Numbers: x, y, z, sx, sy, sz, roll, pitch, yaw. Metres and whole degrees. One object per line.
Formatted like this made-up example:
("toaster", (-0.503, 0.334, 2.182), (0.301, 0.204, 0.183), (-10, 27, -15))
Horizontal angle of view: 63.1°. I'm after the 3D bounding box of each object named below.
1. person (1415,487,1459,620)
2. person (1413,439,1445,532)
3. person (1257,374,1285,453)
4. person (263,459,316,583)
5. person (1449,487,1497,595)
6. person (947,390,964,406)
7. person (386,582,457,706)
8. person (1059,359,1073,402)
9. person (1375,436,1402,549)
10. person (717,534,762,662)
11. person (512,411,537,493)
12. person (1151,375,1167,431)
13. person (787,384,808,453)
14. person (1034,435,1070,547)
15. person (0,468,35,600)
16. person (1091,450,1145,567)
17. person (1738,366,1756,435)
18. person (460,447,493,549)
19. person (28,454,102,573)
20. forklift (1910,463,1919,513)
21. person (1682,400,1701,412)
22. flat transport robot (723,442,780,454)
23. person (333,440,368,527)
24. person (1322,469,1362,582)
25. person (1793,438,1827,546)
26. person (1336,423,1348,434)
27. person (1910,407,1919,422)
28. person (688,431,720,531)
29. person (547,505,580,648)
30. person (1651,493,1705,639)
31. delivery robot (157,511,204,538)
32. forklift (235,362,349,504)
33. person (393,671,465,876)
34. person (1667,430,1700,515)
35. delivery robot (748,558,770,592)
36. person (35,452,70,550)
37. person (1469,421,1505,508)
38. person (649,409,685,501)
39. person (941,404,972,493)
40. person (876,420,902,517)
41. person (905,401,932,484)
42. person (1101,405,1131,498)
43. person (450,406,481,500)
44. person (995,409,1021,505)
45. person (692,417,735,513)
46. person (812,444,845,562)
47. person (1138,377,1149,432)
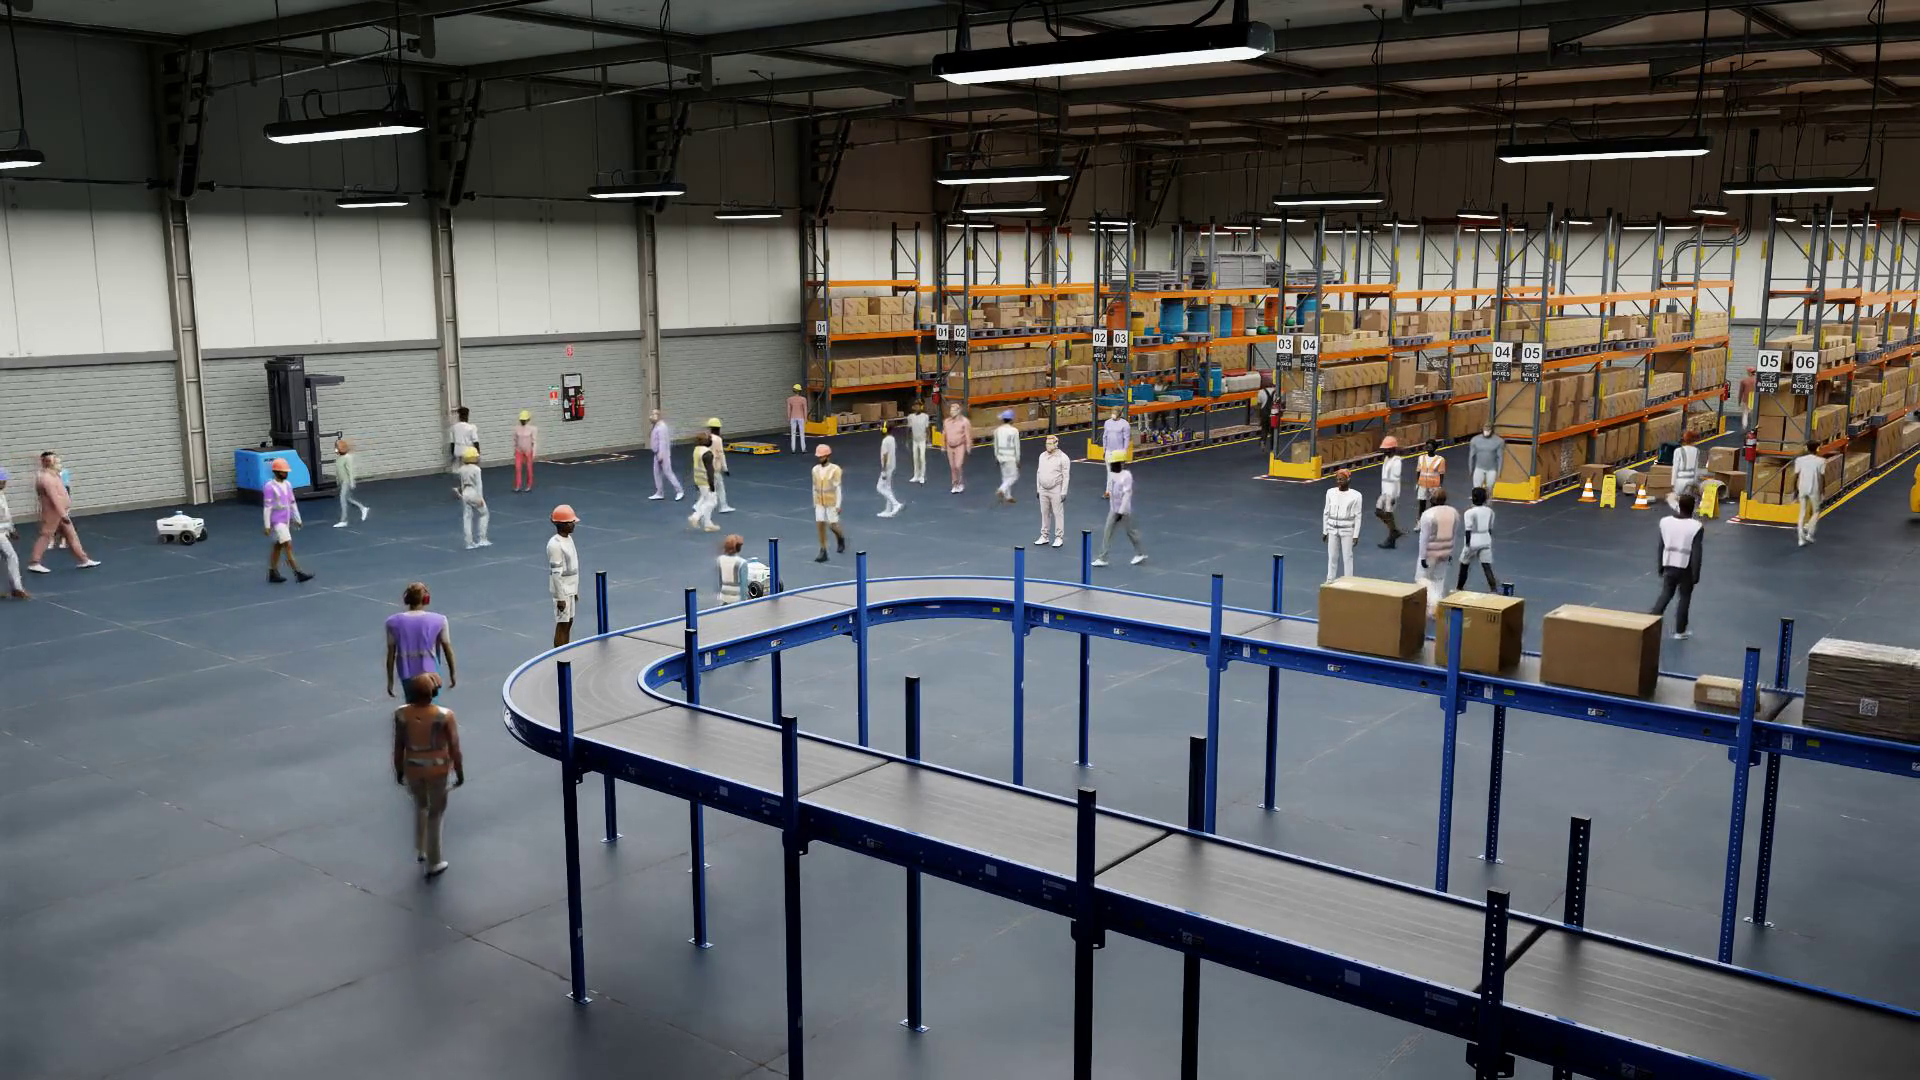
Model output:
("person", (6.475, 0.190, 21.257), (0.629, 1.828, 0.477), (-4, 11, -21))
("person", (8.462, -0.979, 28.199), (0.533, 1.697, 0.318), (8, 13, 37))
("person", (7.933, -3.188, 39.782), (0.689, 2.000, 0.539), (4, 11, 20))
("person", (-10.162, -0.281, 23.695), (0.930, 1.896, 0.574), (2, 10, 10))
("person", (7.447, 0.062, 22.461), (0.542, 1.655, 0.861), (-4, 11, -23))
("person", (-0.126, -4.129, 45.415), (1.014, 1.882, 0.567), (-6, 12, -31))
("person", (-5.193, 1.289, 15.136), (0.595, 1.791, 0.960), (-2, 10, -9))
("person", (3.407, -4.807, 49.440), (0.805, 1.808, 0.587), (-9, 13, -41))
("person", (7.301, -0.813, 26.629), (0.415, 1.922, 0.564), (-1, 10, -3))
("person", (-2.778, 0.726, 18.881), (0.526, 1.608, 0.825), (7, 13, 36))
("person", (-9.197, -1.843, 32.967), (0.539, 1.716, 0.866), (0, 10, 1))
("person", (5.487, -3.645, 42.962), (0.527, 1.796, 0.978), (6, 12, 31))
("person", (-4.143, -3.088, 39.888), (0.524, 1.764, 0.329), (1, 10, 5))
("person", (1.564, -0.843, 26.845), (0.642, 1.909, 0.410), (8, 13, 37))
("person", (-13.734, -0.087, 22.532), (0.799, 1.915, 0.614), (-4, 11, -22))
("person", (2.572, -0.512, 25.089), (1.033, 1.877, 0.587), (-7, 12, -35))
("person", (22.198, -3.898, 43.905), (0.628, 1.954, 0.803), (4, 11, 22))
("person", (-8.241, -0.727, 26.670), (0.507, 1.723, 0.592), (6, 12, 29))
("person", (-14.215, -0.422, 24.619), (0.998, 1.858, 0.637), (-3, 11, -17))
("forklift", (19.034, -1.348, 28.998), (2.313, 2.155, 1.214), (8, 13, 37))
("person", (21.382, -4.102, 45.560), (0.946, 1.791, 0.607), (2, 10, 10))
("flat transport robot", (-5.364, -2.375, 40.186), (1.431, 0.197, 0.652), (8, 13, 37))
("person", (-11.331, -1.072, 28.979), (0.508, 1.613, 0.680), (9, 14, 42))
("person", (5.535, -0.101, 22.735), (0.574, 1.882, 0.356), (8, 13, 37))
("person", (14.623, -0.826, 26.896), (0.527, 1.852, 0.564), (-10, 14, -43))
("person", (9.891, -3.322, 40.403), (0.607, 2.048, 0.365), (8, 13, 37))
("person", (26.073, -3.565, 42.417), (0.618, 1.815, 0.436), (-6, 12, -32))
("person", (-4.624, -1.043, 28.189), (0.537, 1.829, 0.638), (-5, 11, -26))
("person", (-4.613, 0.598, 18.351), (0.373, 2.044, 0.606), (0, 10, 0))
("person", (9.240, 0.346, 20.173), (0.656, 1.906, 0.595), (-7, 12, -35))
("delivery robot", (-13.557, -0.256, 27.192), (0.707, 0.478, 0.477), (0, 10, 3))
("forklift", (-13.803, -2.244, 32.110), (1.129, 2.768, 1.873), (8, 13, 37))
("person", (-4.216, 1.847, 12.475), (0.549, 1.623, 0.442), (2, 10, 10))
("person", (12.997, -1.033, 28.013), (0.588, 1.871, 0.501), (-5, 11, -25))
("delivery robot", (-3.017, 0.503, 22.928), (0.707, 0.478, 0.477), (8, 13, 37))
("person", (-15.317, -0.658, 26.437), (0.537, 1.672, 0.530), (-3, 11, -19))
("person", (9.861, -1.283, 29.342), (0.637, 1.899, 0.811), (4, 11, 19))
("person", (-6.025, -1.751, 32.088), (0.695, 1.871, 0.663), (-4, 11, -22))
("person", (-0.119, -1.918, 32.926), (0.681, 1.889, 0.542), (6, 12, 31))
("person", (-1.384, -1.348, 29.820), (0.436, 1.858, 0.553), (3, 10, 15))
("person", (-0.907, -2.165, 34.495), (0.640, 1.827, 0.689), (3, 10, 14))
("person", (3.198, -1.809, 32.190), (0.630, 1.940, 0.372), (8, 13, 37))
("person", (-10.155, -1.742, 31.866), (0.630, 1.933, 0.772), (3, 11, 19))
("person", (0.927, -1.641, 31.251), (0.632, 1.934, 0.621), (-10, 14, -43))
("person", (-4.782, -1.417, 30.142), (0.947, 1.889, 0.588), (-7, 12, -34))
("person", (-2.149, -0.626, 25.568), (0.554, 1.924, 0.581), (5, 11, 25))
("person", (5.183, -3.806, 44.281), (0.497, 1.636, 0.286), (8, 13, 37))
